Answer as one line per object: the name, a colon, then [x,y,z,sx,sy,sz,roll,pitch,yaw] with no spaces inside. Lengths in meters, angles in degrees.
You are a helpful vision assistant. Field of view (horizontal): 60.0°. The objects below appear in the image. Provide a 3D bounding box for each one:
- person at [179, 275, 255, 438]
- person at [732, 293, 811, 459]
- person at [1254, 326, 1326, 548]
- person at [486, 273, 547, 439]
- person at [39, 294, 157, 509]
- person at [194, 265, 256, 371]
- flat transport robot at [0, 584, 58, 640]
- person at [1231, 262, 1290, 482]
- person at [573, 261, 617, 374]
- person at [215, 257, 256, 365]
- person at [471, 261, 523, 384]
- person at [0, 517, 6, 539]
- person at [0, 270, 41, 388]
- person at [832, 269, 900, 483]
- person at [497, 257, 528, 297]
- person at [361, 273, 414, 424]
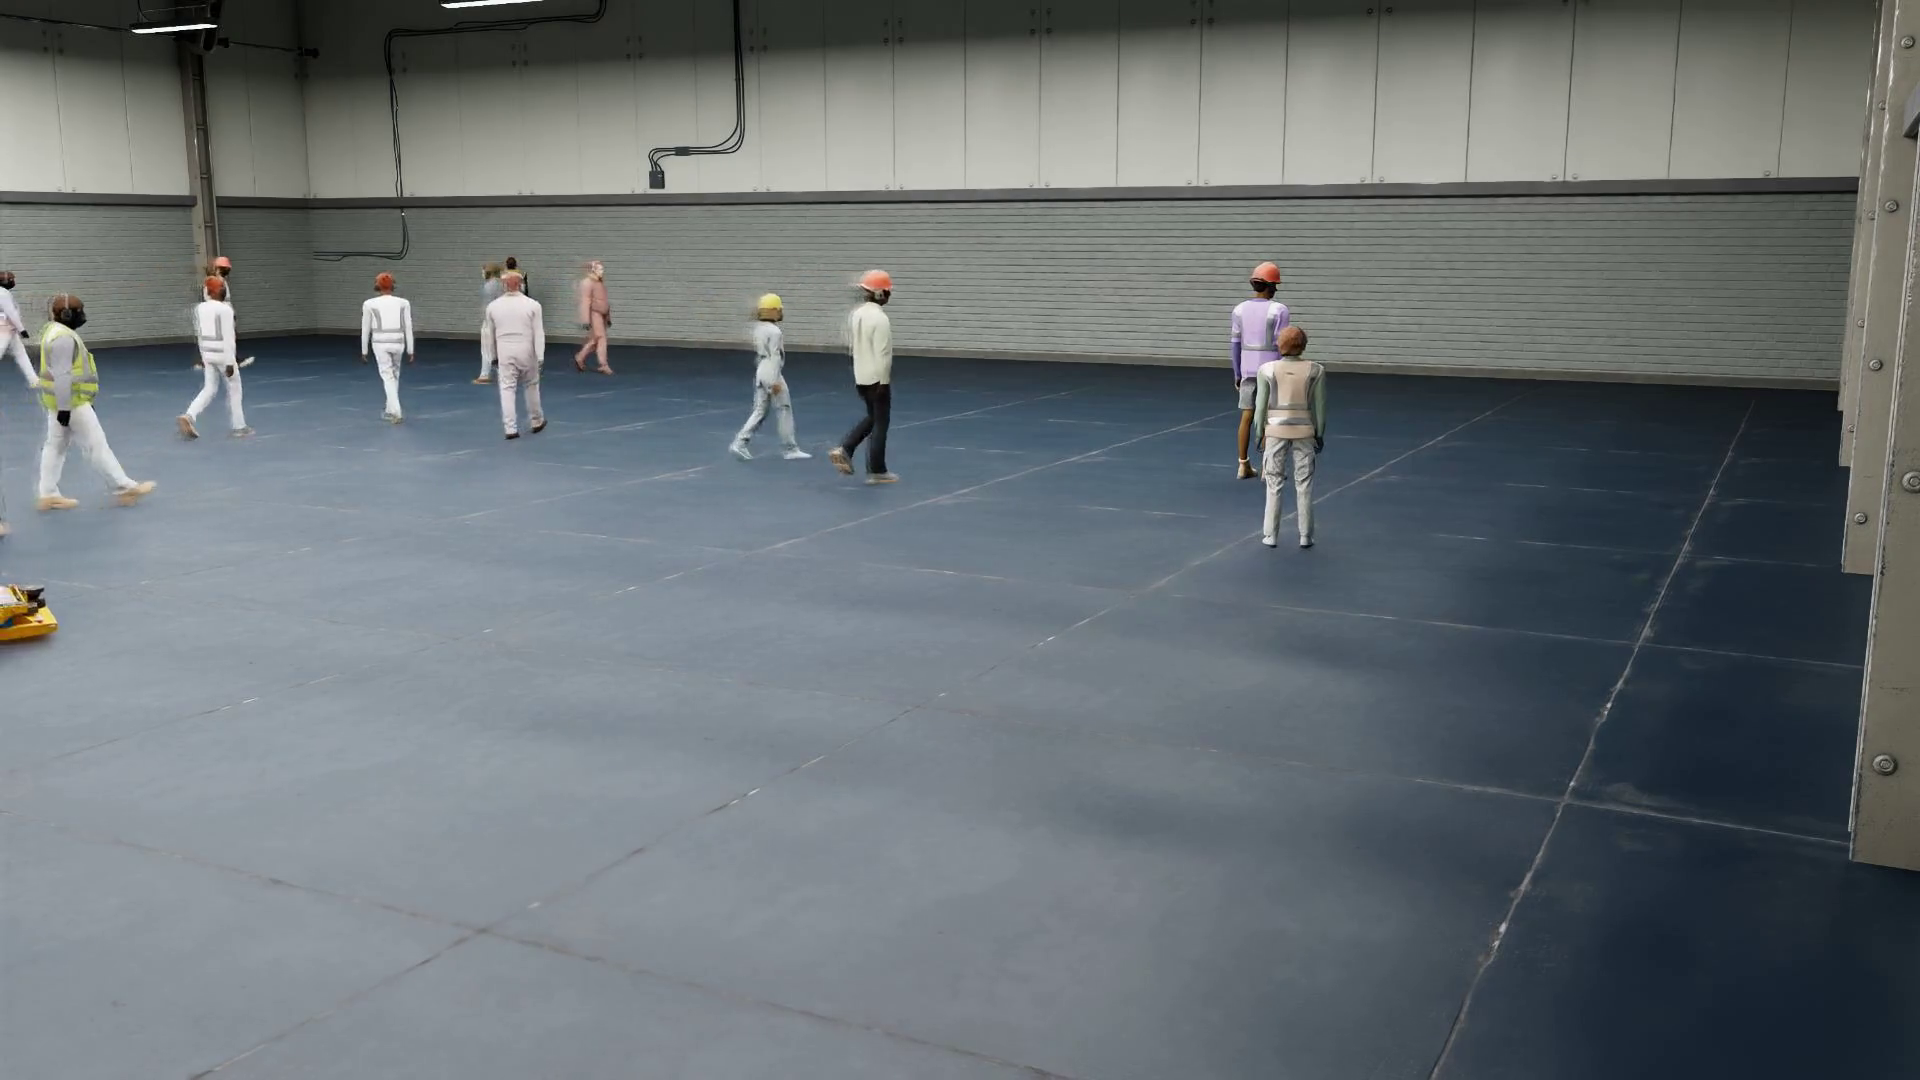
person: [-8.450,-2.057,18.806,0.579,1.854,0.863,5,11,25]
person: [-1.954,-1.664,17.017,0.783,1.716,0.496,-6,12,-30]
person: [2.427,-0.752,12.249,0.520,1.636,0.312,1,10,8]
person: [-5.050,-2.116,19.059,0.678,1.856,0.967,0,10,0]
person: [-7.385,-1.166,14.054,0.931,1.795,0.658,-7,12,-32]
person: [-12.653,-3.793,28.406,0.990,1.784,0.507,-8,13,-38]
flat transport robot: [-5.920,0.464,9.345,1.431,0.197,0.652,-7,13,-34]
person: [2.837,-1.570,15.598,0.611,2.043,0.374,9,14,41]
person: [-6.106,-3.698,27.671,0.798,1.885,0.649,2,11,11]
person: [-12.877,-4.028,29.368,0.858,1.904,0.578,-3,11,-14]
person: [-7.082,-3.337,25.626,0.921,1.912,0.640,2,11,8]
person: [-7.534,-0.780,12.319,0.538,1.670,0.738,7,13,35]
person: [-14.233,-3.125,24.813,0.994,1.788,0.610,-6,12,-30]
person: [-0.838,-1.498,15.360,0.532,1.982,0.632,-6,12,-30]
person: [-9.377,-5.007,34.889,0.633,1.841,0.429,-5,11,-23]
person: [-7.005,-2.345,20.390,0.589,1.844,0.964,-7,13,-35]
